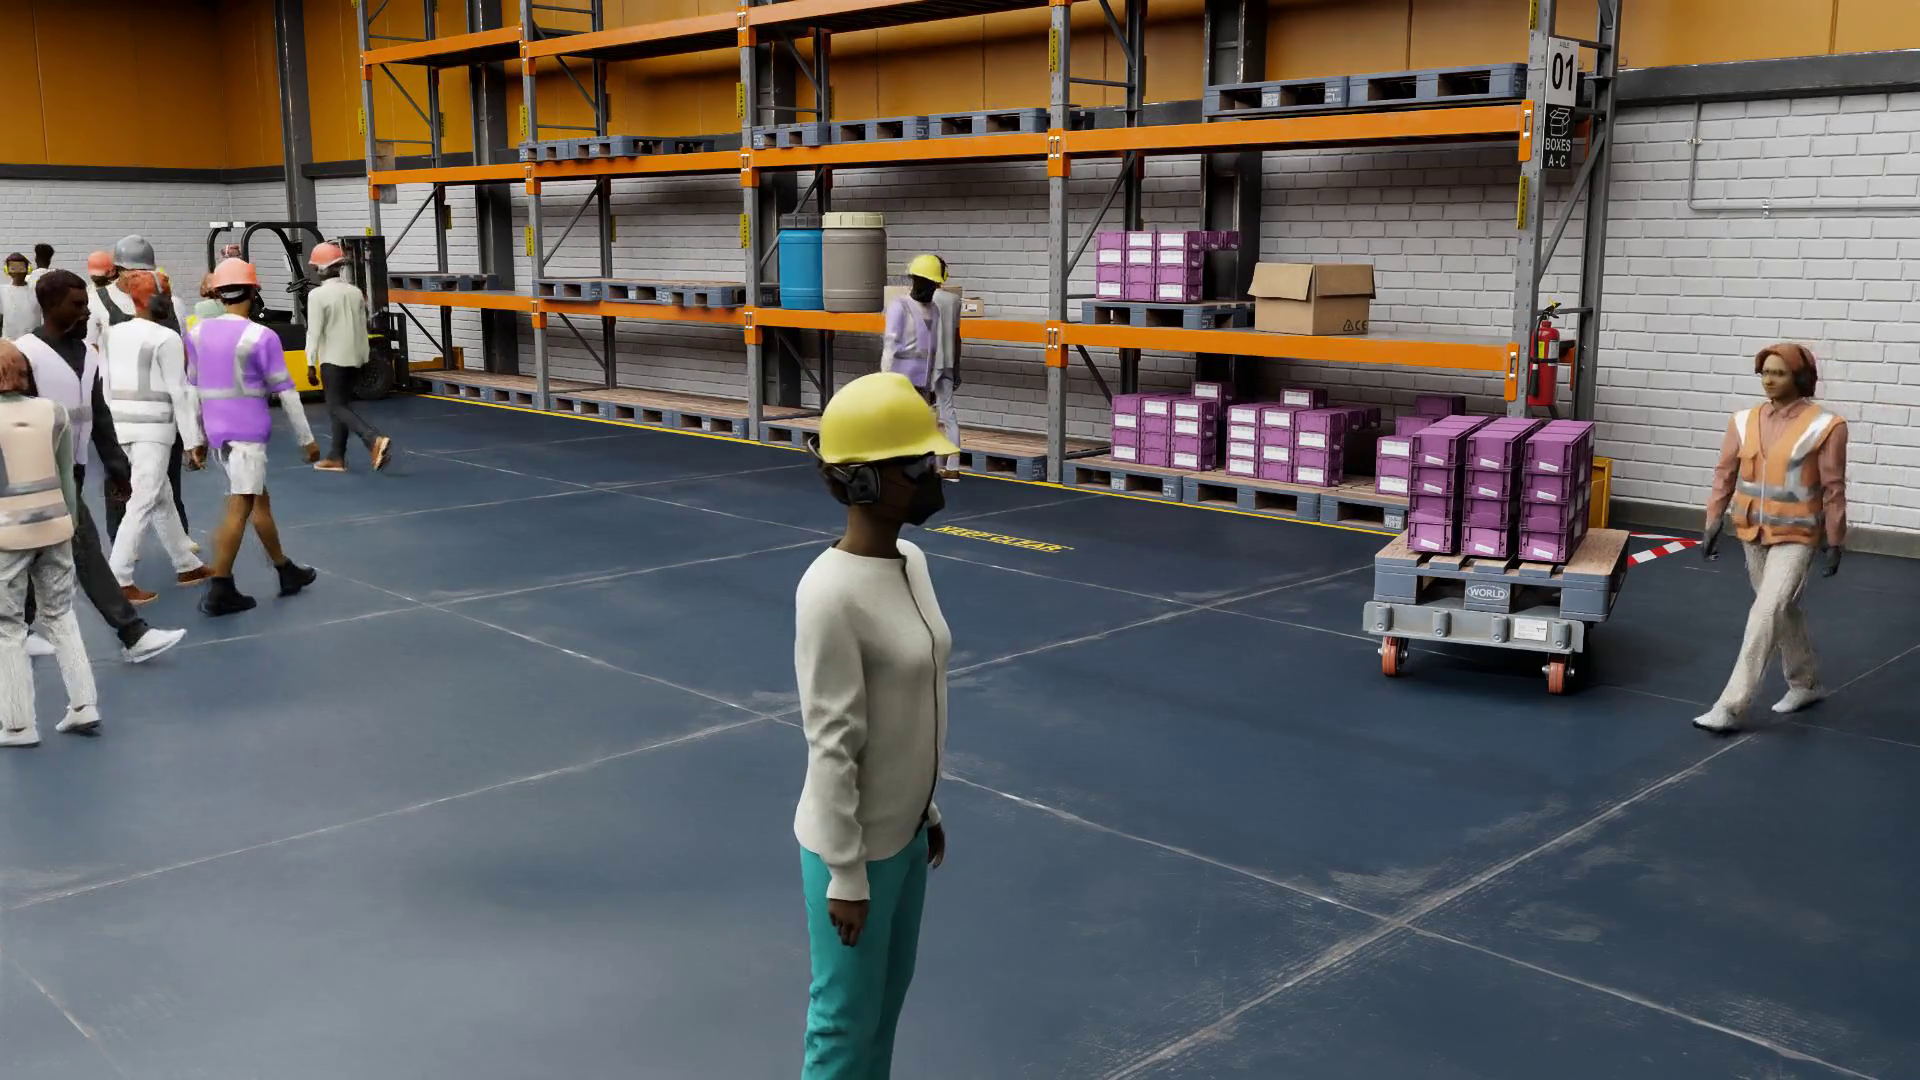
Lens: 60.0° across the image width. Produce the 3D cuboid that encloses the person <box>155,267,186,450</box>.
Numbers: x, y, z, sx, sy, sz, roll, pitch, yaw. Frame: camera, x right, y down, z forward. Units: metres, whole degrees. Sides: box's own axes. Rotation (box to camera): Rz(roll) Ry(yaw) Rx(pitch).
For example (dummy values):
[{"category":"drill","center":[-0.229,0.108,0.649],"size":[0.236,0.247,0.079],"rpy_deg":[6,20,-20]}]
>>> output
[{"category":"person","center":[-7.619,-1.696,15.650],"size":[0.793,1.743,0.524],"rpy_deg":[-3,11,-16]}]

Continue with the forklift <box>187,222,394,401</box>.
[{"category":"forklift","center":[-8.169,-2.758,20.163],"size":[2.313,2.155,1.214],"rpy_deg":[-10,14,-44]}]

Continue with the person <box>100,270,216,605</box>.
[{"category":"person","center":[-4.528,-0.577,9.292],"size":[0.605,1.841,0.897],"rpy_deg":[5,12,26]}]

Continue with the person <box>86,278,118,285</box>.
[{"category":"person","center":[-10.343,-2.548,20.154],"size":[0.614,1.780,0.931],"rpy_deg":[3,11,15]}]

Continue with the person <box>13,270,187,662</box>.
[{"category":"person","center":[-4.200,-0.336,7.880],"size":[1.032,1.854,0.600],"rpy_deg":[0,10,1]}]

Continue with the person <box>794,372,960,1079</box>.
[{"category":"person","center":[-0.151,0.565,3.205],"size":[0.303,1.772,0.522],"rpy_deg":[3,11,15]}]

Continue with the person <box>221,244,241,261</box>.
[{"category":"person","center":[-9.130,-2.765,20.987],"size":[0.408,1.909,0.638],"rpy_deg":[-2,11,-8]}]

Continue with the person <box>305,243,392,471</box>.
[{"category":"person","center":[-5.208,-1.530,14.113],"size":[0.852,1.966,0.626],"rpy_deg":[4,11,21]}]

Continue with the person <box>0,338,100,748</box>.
[{"category":"person","center":[-3.705,0.016,6.561],"size":[0.329,1.632,0.543],"rpy_deg":[6,12,28]}]

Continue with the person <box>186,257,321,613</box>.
[{"category":"person","center":[-3.897,-0.576,9.071],"size":[0.584,1.890,0.881],"rpy_deg":[4,11,23]}]

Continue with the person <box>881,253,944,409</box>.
[{"category":"person","center":[-0.409,-1.207,12.549],"size":[0.655,1.892,0.607],"rpy_deg":[7,12,33]}]

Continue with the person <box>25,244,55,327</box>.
[{"category":"person","center":[-11.374,-2.695,20.586],"size":[0.752,1.895,0.993],"rpy_deg":[-6,12,-31]}]

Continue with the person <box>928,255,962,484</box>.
[{"category":"person","center":[-0.202,-1.384,13.576],"size":[0.533,1.863,0.317],"rpy_deg":[-9,14,-41]}]

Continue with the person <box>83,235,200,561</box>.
[{"category":"person","center":[-5.095,-0.892,10.407],"size":[0.536,2.000,0.676],"rpy_deg":[9,14,40]}]

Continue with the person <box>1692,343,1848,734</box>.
[{"category":"person","center":[3.333,-0.015,6.844],"size":[0.885,1.582,0.530],"rpy_deg":[-6,12,-28]}]

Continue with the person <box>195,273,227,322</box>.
[{"category":"person","center":[-7.614,-1.914,17.091],"size":[0.277,1.633,0.507],"rpy_deg":[6,12,29]}]

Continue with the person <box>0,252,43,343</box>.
[{"category":"person","center":[-9.230,-1.909,16.470],"size":[0.533,1.854,0.459],"rpy_deg":[-5,11,-24]}]

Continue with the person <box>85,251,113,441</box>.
[{"category":"person","center":[-8.250,-1.857,16.149],"size":[0.557,1.859,0.989],"rpy_deg":[0,10,0]}]
